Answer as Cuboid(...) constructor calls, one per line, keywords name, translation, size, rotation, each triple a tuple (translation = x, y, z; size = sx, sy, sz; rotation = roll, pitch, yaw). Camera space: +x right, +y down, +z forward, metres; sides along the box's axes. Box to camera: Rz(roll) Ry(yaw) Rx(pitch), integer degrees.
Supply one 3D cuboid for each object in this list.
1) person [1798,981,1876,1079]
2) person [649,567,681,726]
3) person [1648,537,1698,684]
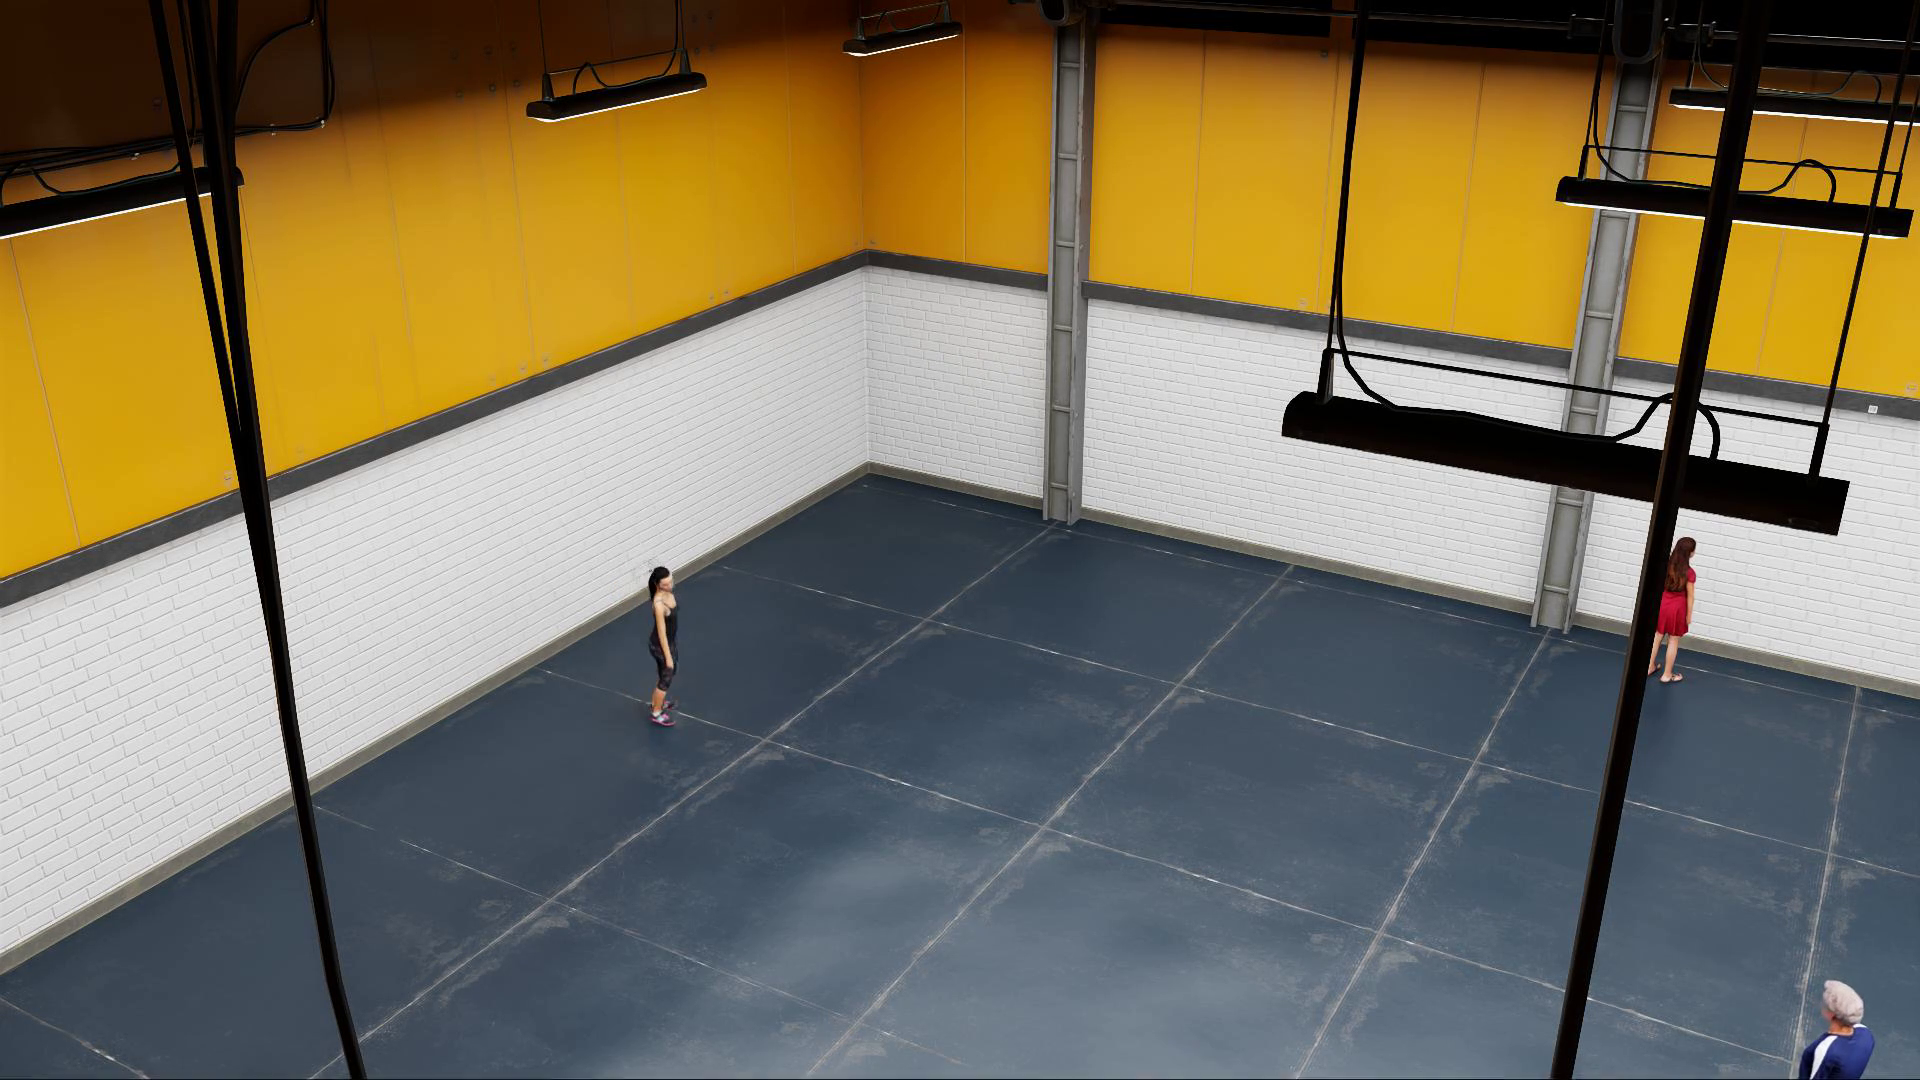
Cuboid(name="person", translation=(5.233, 3.468, 10.101), size=(0.720, 1.831, 0.717), rotation=(-14, 27, -29))
Cuboid(name="person", translation=(-2.883, 1.005, 15.905), size=(0.796, 1.695, 0.795), rotation=(-5, 24, -11))
Cuboid(name="person", translation=(7.205, 0.686, 16.813), size=(0.716, 1.553, 0.654), rotation=(-16, 28, -32))
